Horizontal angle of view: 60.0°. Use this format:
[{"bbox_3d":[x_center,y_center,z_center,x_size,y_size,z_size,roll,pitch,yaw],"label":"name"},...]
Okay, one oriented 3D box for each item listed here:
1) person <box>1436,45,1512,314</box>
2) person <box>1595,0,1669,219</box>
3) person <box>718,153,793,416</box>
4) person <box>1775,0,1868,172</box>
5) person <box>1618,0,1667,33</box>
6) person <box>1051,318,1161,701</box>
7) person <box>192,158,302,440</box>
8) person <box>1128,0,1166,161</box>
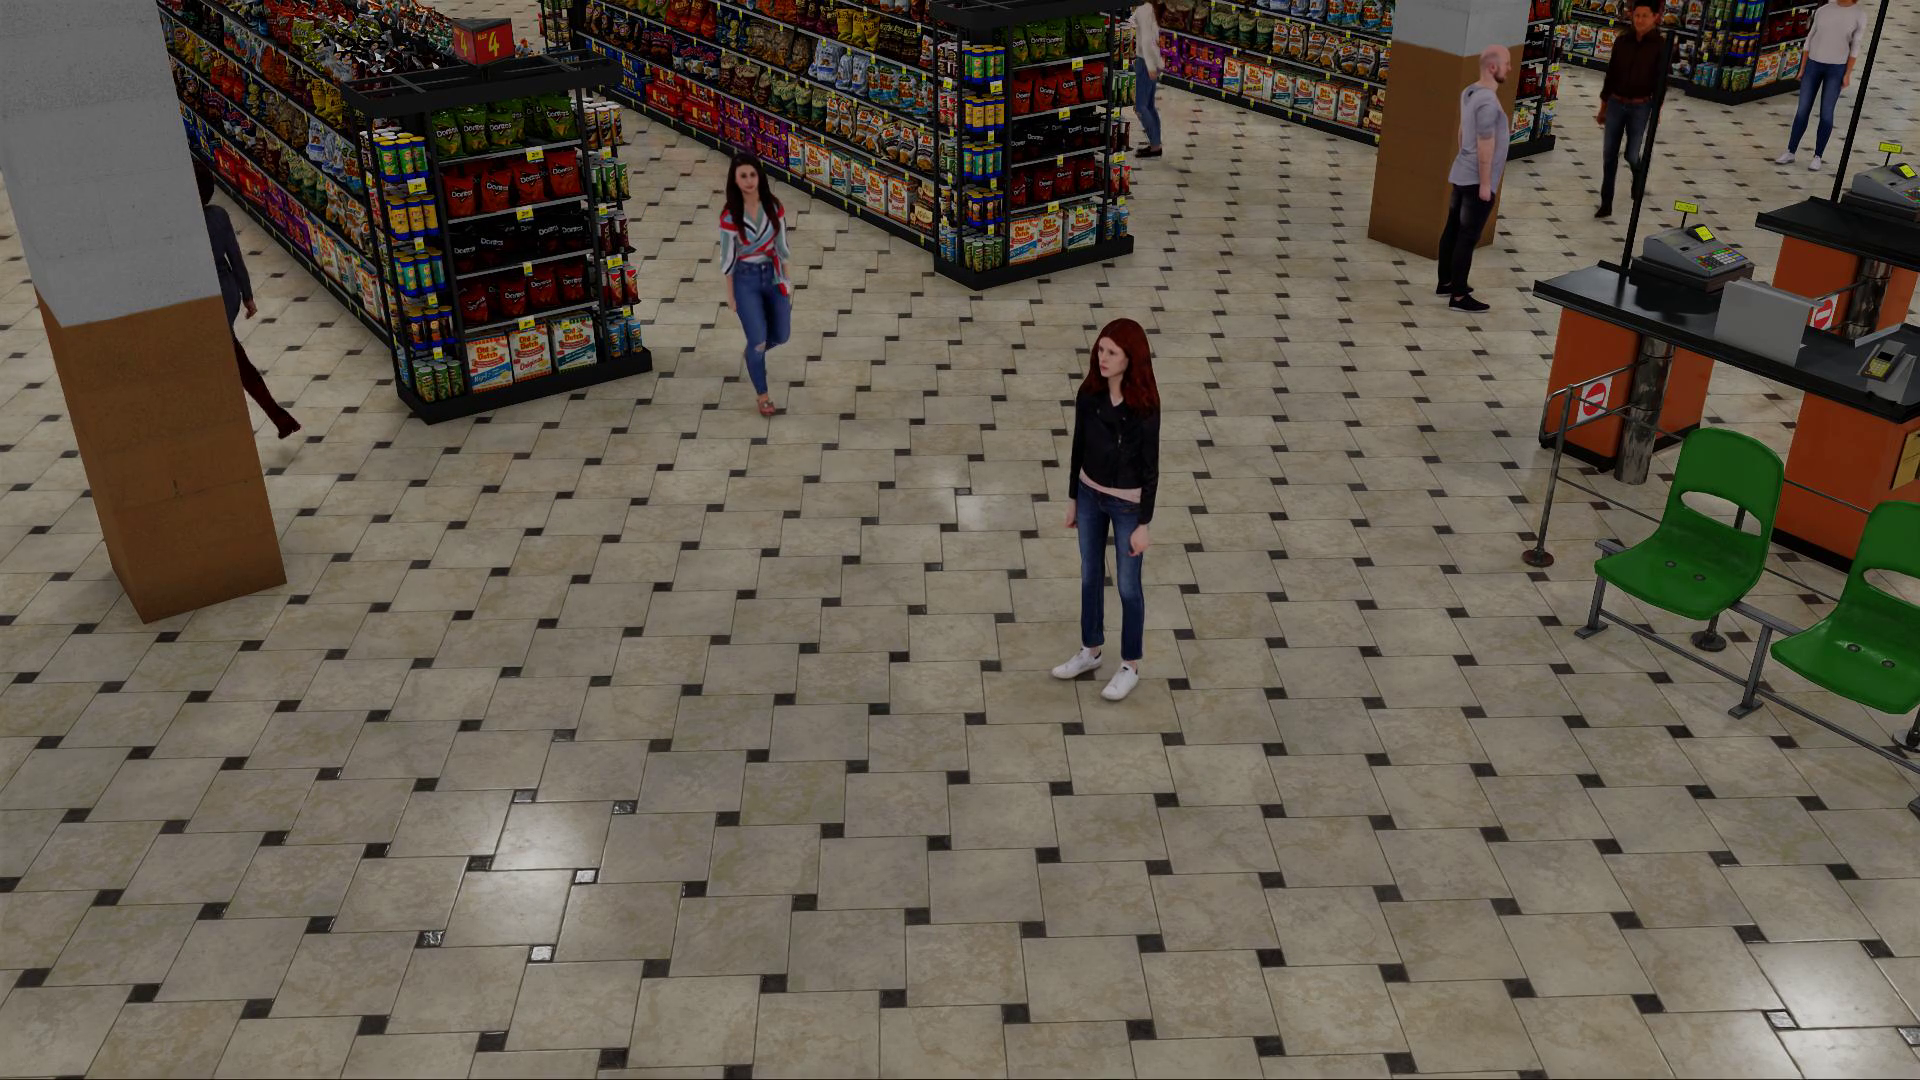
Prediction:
[{"bbox_3d":[3.614,-2.544,11.679,0.823,1.838,0.720,-1,29,-1],"label":"person"},{"bbox_3d":[5.478,-3.520,13.545,0.950,1.762,0.880,21,35,33],"label":"person"},{"bbox_3d":[-1.256,-1.582,10.166,0.669,1.599,0.839,-13,31,-22],"label":"person"},{"bbox_3d":[7.703,-4.182,14.788,0.522,1.733,0.706,25,38,38],"label":"person"},{"bbox_3d":[7.031,-5.308,16.874,0.584,1.710,0.763,-18,34,-30],"label":"person"},{"bbox_3d":[0.672,-0.125,7.301,0.534,1.787,0.683,22,35,34],"label":"person"},{"bbox_3d":[-4.237,-1.322,9.624,1.224,1.663,0.909,17,33,28],"label":"person"},{"bbox_3d":[1.730,-4.241,14.973,0.843,1.660,0.788,-1,29,-2],"label":"person"}]
